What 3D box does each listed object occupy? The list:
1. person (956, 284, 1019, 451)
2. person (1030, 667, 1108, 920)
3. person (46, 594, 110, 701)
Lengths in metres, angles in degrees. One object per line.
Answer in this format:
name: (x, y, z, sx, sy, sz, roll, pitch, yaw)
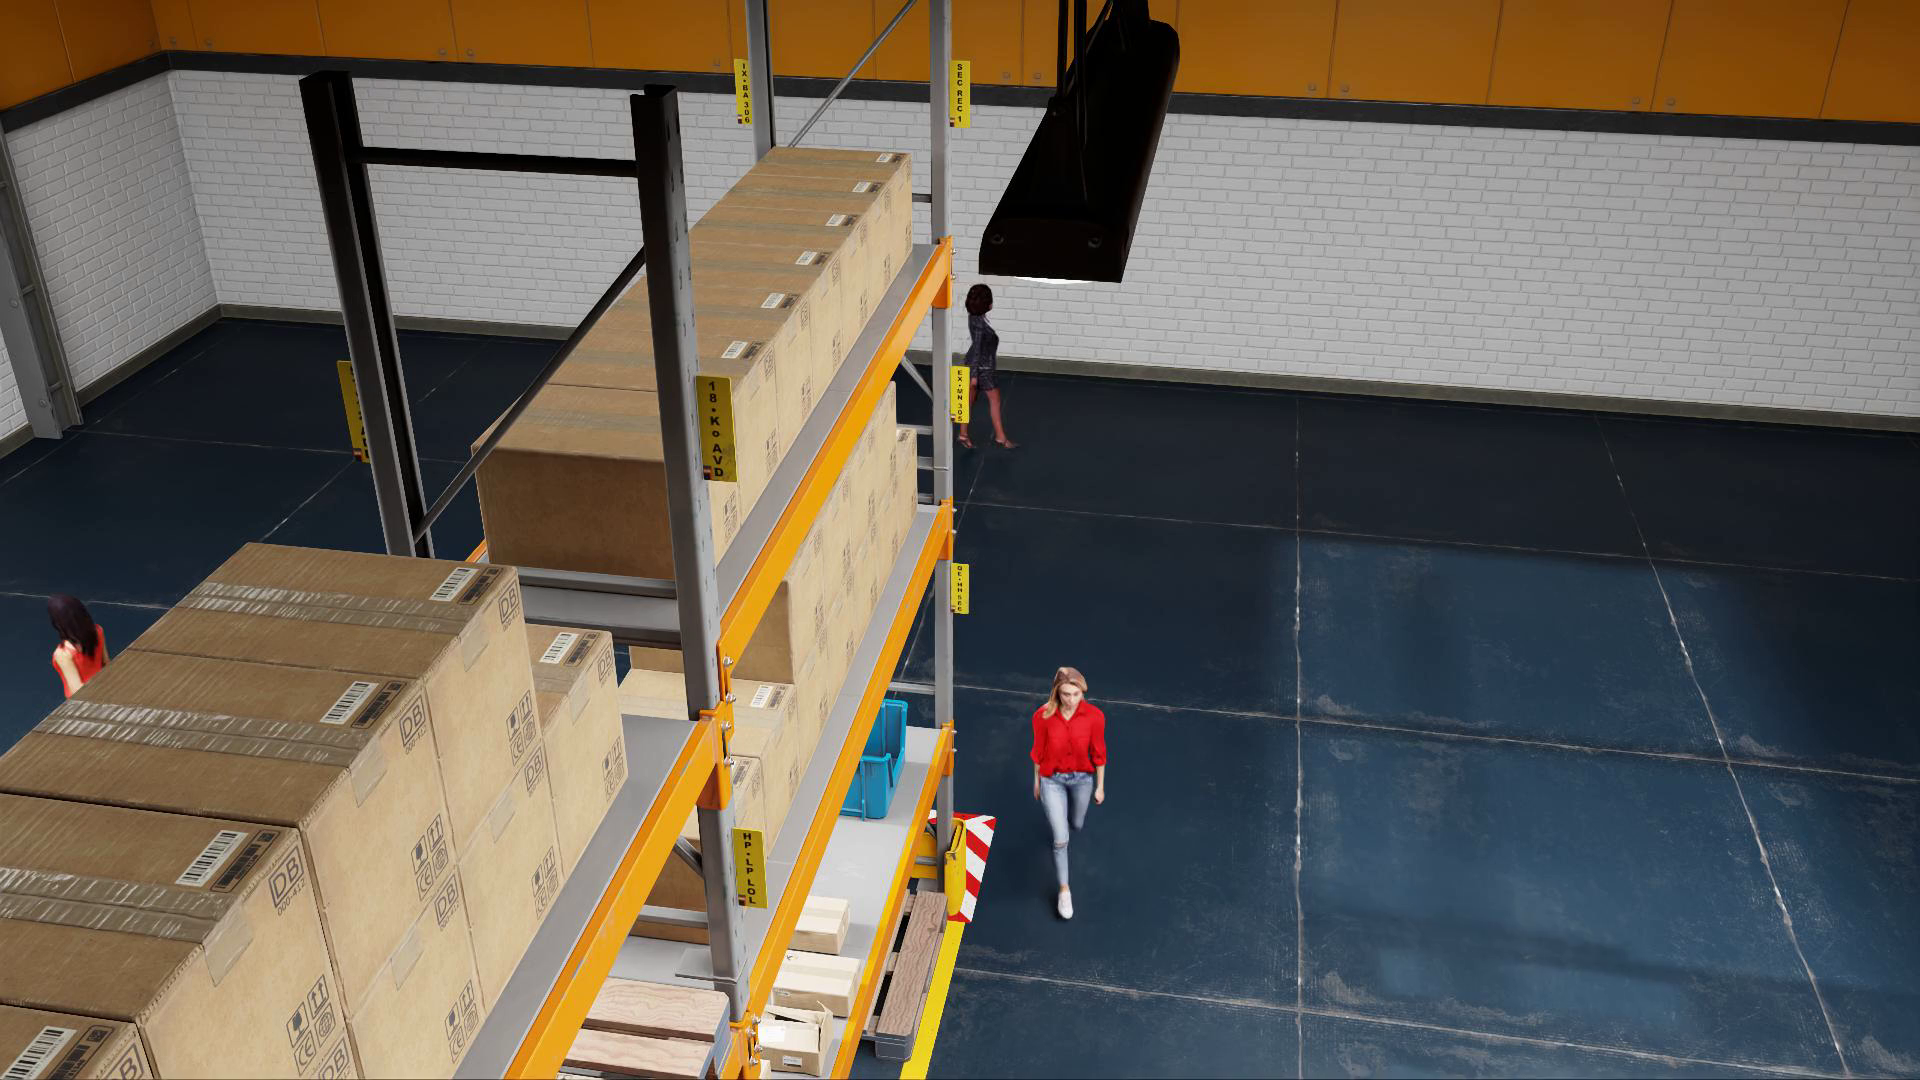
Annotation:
person: (0.103, -1.613, 15.878, 0.850, 1.677, 0.865, -5, 29, -9)
person: (0.652, 1.452, 10.258, 0.782, 1.678, 1.099, -2, 29, -3)
person: (-5.641, 1.097, 10.867, 0.657, 1.719, 0.455, 3, 29, 6)
